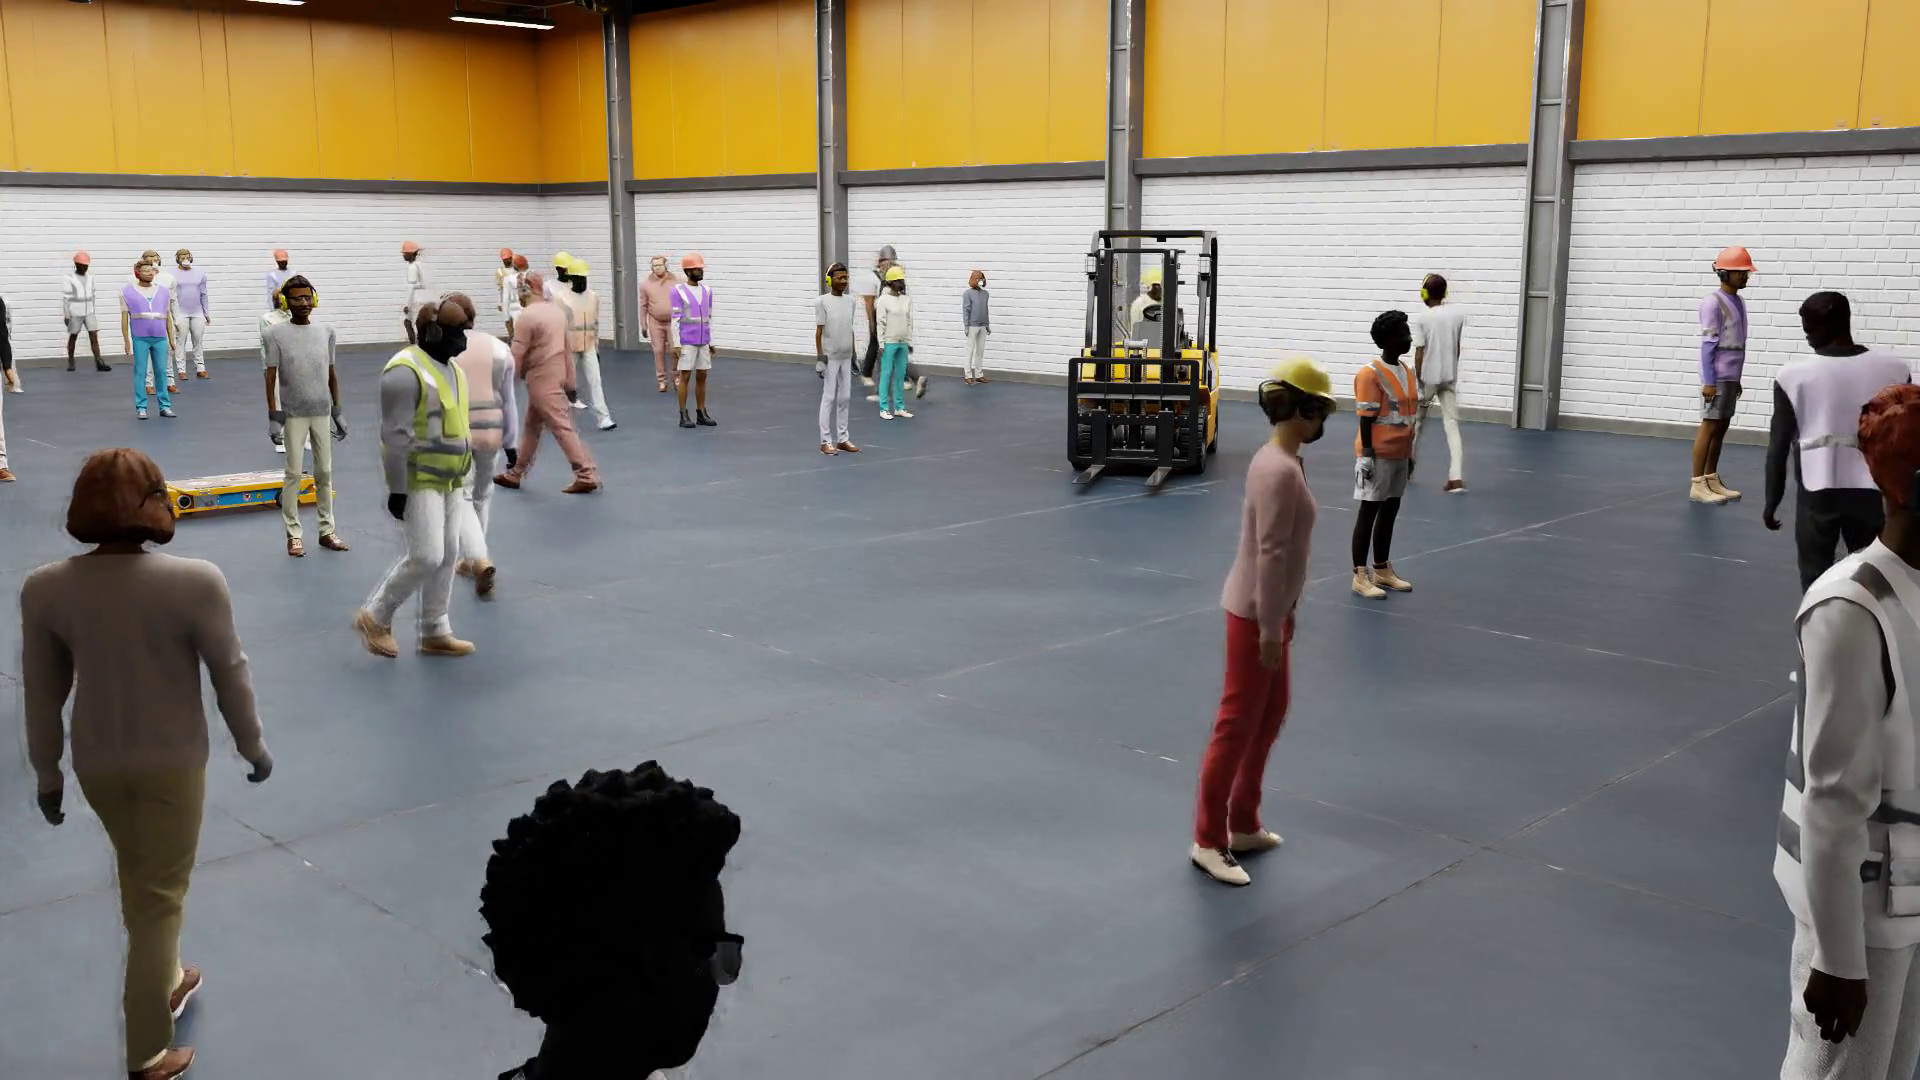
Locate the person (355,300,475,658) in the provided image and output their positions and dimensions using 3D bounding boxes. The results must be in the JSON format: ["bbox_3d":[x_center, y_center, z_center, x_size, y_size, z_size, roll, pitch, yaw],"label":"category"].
[{"bbox_3d":[-2.714,-0.290,8.354,0.551,1.816,0.646,2,11,10],"label":"person"}]

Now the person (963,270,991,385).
[{"bbox_3d":[0.244,-3.056,23.919,0.275,1.632,0.507,10,15,44],"label":"person"}]

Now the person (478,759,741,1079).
[{"bbox_3d":[-0.361,1.040,1.490,0.321,1.671,0.605,1,10,3],"label":"person"}]

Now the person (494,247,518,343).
[{"bbox_3d":[-8.228,-4.402,30.516,0.574,1.907,0.491,-2,11,-8],"label":"person"}]

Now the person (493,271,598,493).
[{"bbox_3d":[-3.493,-1.301,13.797,1.060,1.837,0.651,1,10,8],"label":"person"}]

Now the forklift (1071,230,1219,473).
[{"bbox_3d":[1.804,-1.825,15.677,1.214,2.155,2.313,2,11,13],"label":"forklift"}]

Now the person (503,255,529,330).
[{"bbox_3d":[-6.572,-3.375,25.135,0.629,1.841,0.965,-3,11,-18],"label":"person"}]

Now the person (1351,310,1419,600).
[{"bbox_3d":[2.521,-0.507,9.836,0.315,1.699,0.540,10,15,44],"label":"person"}]

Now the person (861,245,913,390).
[{"bbox_3d":[-1.058,-3.136,23.243,0.684,2.000,1.006,-7,12,-33],"label":"person"}]

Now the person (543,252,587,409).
[{"bbox_3d":[-4.827,-2.551,20.360,0.367,1.926,0.594,10,15,44],"label":"person"}]

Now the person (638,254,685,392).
[{"bbox_3d":[-4.030,-2.940,22.627,0.667,1.876,0.466,-2,10,-8],"label":"person"}]

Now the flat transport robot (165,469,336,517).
[{"bbox_3d":[-5.715,-0.372,13.004,1.431,0.197,0.652,-10,14,-44],"label":"flat transport robot"}]

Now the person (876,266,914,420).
[{"bbox_3d":[-0.752,-2.292,19.384,0.298,1.772,0.533,10,15,44],"label":"person"}]

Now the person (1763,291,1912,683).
[{"bbox_3d":[4.114,-0.215,7.772,0.652,1.874,0.452,2,11,11],"label":"person"}]

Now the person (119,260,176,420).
[{"bbox_3d":[-9.471,-2.335,19.412,0.375,1.845,0.578,10,15,44],"label":"person"}]

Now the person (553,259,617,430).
[{"bbox_3d":[-4.185,-2.140,18.278,0.610,1.871,1.012,-10,14,-43],"label":"person"}]

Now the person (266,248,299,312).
[{"bbox_3d":[-11.276,-3.915,27.826,0.557,1.909,0.576,-7,13,-35],"label":"person"}]

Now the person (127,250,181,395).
[{"bbox_3d":[-10.796,-2.918,22.333,0.360,1.938,0.635,10,15,44],"label":"person"}]

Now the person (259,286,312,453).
[{"bbox_3d":[-6.630,-1.686,16.418,0.305,1.645,0.522,10,15,44],"label":"person"}]

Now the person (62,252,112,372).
[{"bbox_3d":[-13.788,-3.561,26.074,0.838,1.879,0.566,6,12,30],"label":"person"}]

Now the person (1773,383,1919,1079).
[{"bbox_3d":[1.653,0.658,2.978,0.345,1.883,0.584,10,15,44],"label":"person"}]

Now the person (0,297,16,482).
[{"bbox_3d":[-8.474,-1.473,14.290,0.368,1.996,0.622,10,15,44],"label":"person"}]

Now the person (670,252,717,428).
[{"bbox_3d":[-2.946,-2.217,18.522,0.374,1.937,0.553,10,15,44],"label":"person"}]

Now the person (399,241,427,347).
[{"bbox_3d":[-9.356,-4.044,28.241,0.717,2.020,0.647,-1,10,-8],"label":"person"}]

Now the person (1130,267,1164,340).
[{"bbox_3d":[2.044,-2.059,18.058,0.609,1.795,0.916,-9,14,-40],"label":"person"}]

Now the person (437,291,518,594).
[{"bbox_3d":[-2.972,-0.598,10.052,0.619,1.805,0.917,-7,12,-33],"label":"person"}]

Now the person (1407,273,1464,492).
[{"bbox_3d":[4.006,-1.329,14.034,0.511,1.810,1.009,-2,11,-9],"label":"person"}]

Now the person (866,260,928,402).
[{"bbox_3d":[-0.816,-2.661,21.258,0.745,1.826,0.524,5,11,25],"label":"person"}]

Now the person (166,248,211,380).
[{"bbox_3d":[-11.436,-3.342,24.642,0.360,1.939,0.635,10,15,44],"label":"person"}]

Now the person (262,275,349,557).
[{"bbox_3d":[-4.371,-0.831,11.141,0.316,1.870,0.531,10,15,44],"label":"person"}]

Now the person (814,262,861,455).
[{"bbox_3d":[-1.187,-1.770,16.264,0.316,1.870,0.531,10,15,44],"label":"person"}]

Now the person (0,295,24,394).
[{"bbox_3d":[-13.106,-2.780,22.531,0.889,1.592,0.504,6,12,31],"label":"person"}]

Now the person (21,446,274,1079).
[{"bbox_3d":[-2.060,0.556,4.306,0.508,1.607,0.747,0,10,2],"label":"person"}]

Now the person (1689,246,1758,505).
[{"bbox_3d":[6.107,-1.310,13.280,0.373,2.042,0.614,10,15,44],"label":"person"}]

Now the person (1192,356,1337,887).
[{"bbox_3d":[1.018,0.262,5.575,0.418,1.729,0.597,2,11,10],"label":"person"}]
